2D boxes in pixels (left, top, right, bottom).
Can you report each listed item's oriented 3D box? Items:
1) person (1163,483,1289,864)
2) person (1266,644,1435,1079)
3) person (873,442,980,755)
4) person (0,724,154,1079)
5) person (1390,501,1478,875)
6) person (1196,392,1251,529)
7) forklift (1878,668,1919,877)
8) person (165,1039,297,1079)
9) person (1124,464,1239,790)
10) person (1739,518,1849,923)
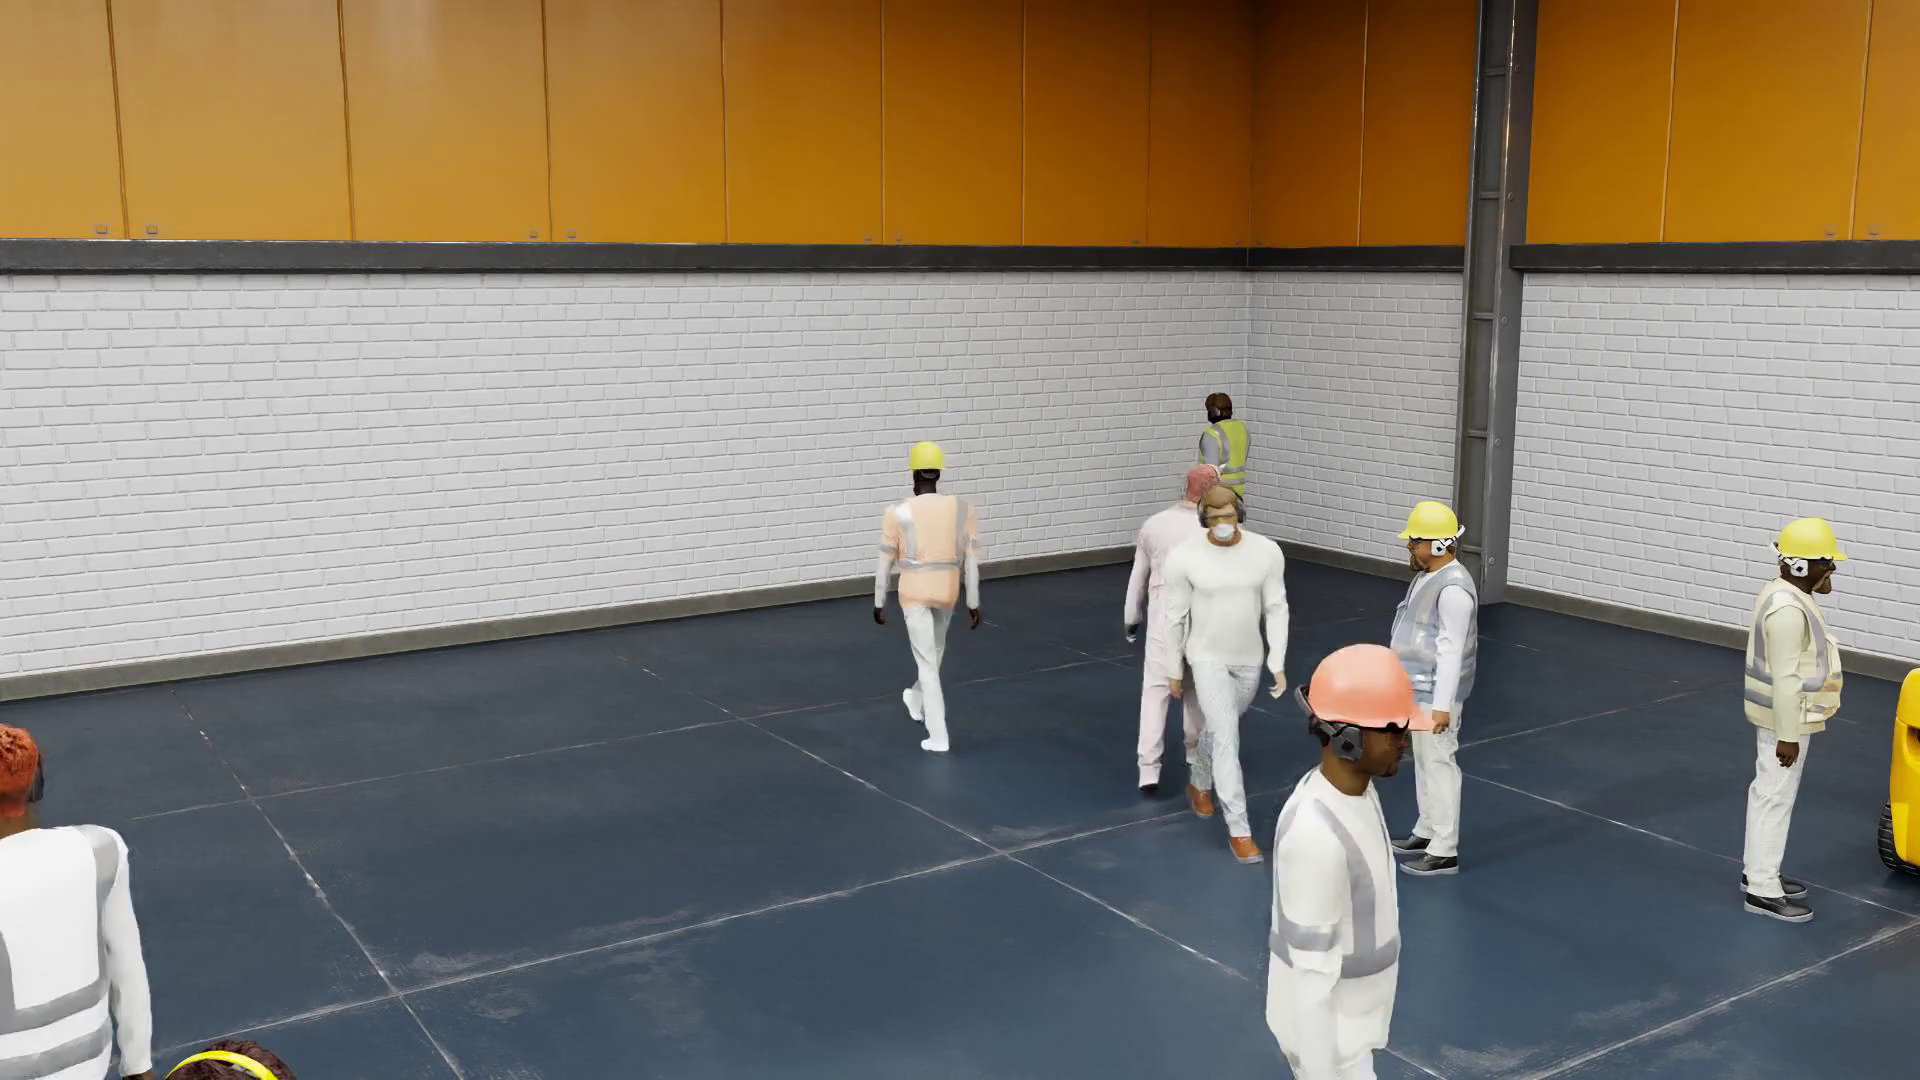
[{"bbox_3d":[1.340,0.618,8.583,0.623,1.883,1.038,-2,10,-13],"label":"person"},{"bbox_3d":[0.935,1.248,4.359,0.855,2.020,0.625,4,10,21],"label":"person"},{"bbox_3d":[-0.228,0.330,10.328,0.612,1.868,1.019,-4,10,-23],"label":"person"},{"bbox_3d":[-2.426,1.357,4.198,0.938,1.841,0.595,5,10,26],"label":"person"},{"bbox_3d":[2.306,0.716,8.152,0.403,1.826,0.591,0,9,2],"label":"person"},{"bbox_3d":[2.308,-0.394,14.797,0.430,1.839,0.619,9,13,42],"label":"person"},{"bbox_3d":[5.511,0.571,7.906,2.313,2.155,1.214,-6,11,-33],"label":"forklift"},{"bbox_3d":[-1.034,1.633,2.482,0.532,1.870,0.315,0,9,-3],"label":"person"},{"bbox_3d":[1.255,0.488,9.489,0.746,1.846,1.015,5,11,27],"label":"person"},{"bbox_3d":[3.794,0.802,7.602,0.404,1.830,0.600,4,10,24],"label":"person"}]
